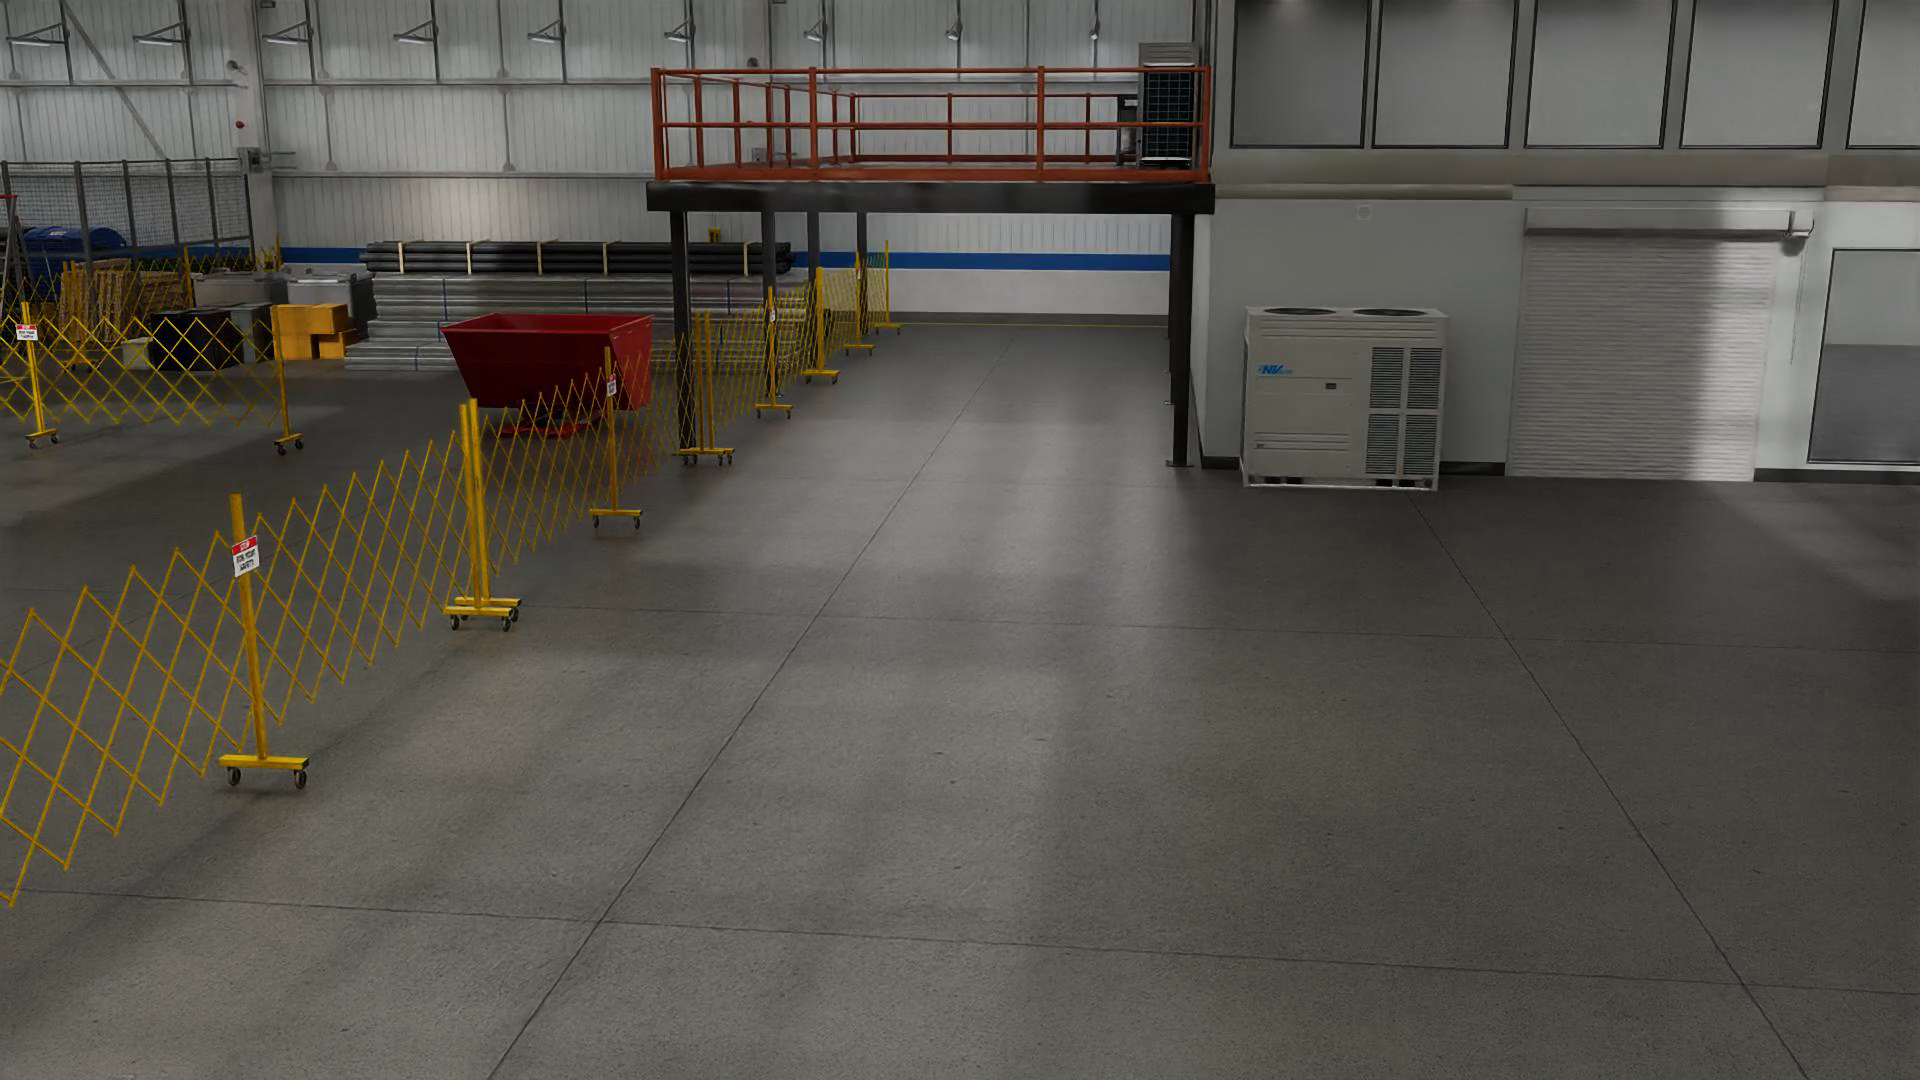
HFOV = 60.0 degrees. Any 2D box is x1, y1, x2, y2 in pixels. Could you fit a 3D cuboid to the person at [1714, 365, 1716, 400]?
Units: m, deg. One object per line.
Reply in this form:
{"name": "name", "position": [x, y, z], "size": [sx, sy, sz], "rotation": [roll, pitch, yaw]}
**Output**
{"name": "person", "position": [8.109, -1.651, 18.110], "size": [0.272, 1.632, 0.507], "rotation": [-6, 15, -23]}
